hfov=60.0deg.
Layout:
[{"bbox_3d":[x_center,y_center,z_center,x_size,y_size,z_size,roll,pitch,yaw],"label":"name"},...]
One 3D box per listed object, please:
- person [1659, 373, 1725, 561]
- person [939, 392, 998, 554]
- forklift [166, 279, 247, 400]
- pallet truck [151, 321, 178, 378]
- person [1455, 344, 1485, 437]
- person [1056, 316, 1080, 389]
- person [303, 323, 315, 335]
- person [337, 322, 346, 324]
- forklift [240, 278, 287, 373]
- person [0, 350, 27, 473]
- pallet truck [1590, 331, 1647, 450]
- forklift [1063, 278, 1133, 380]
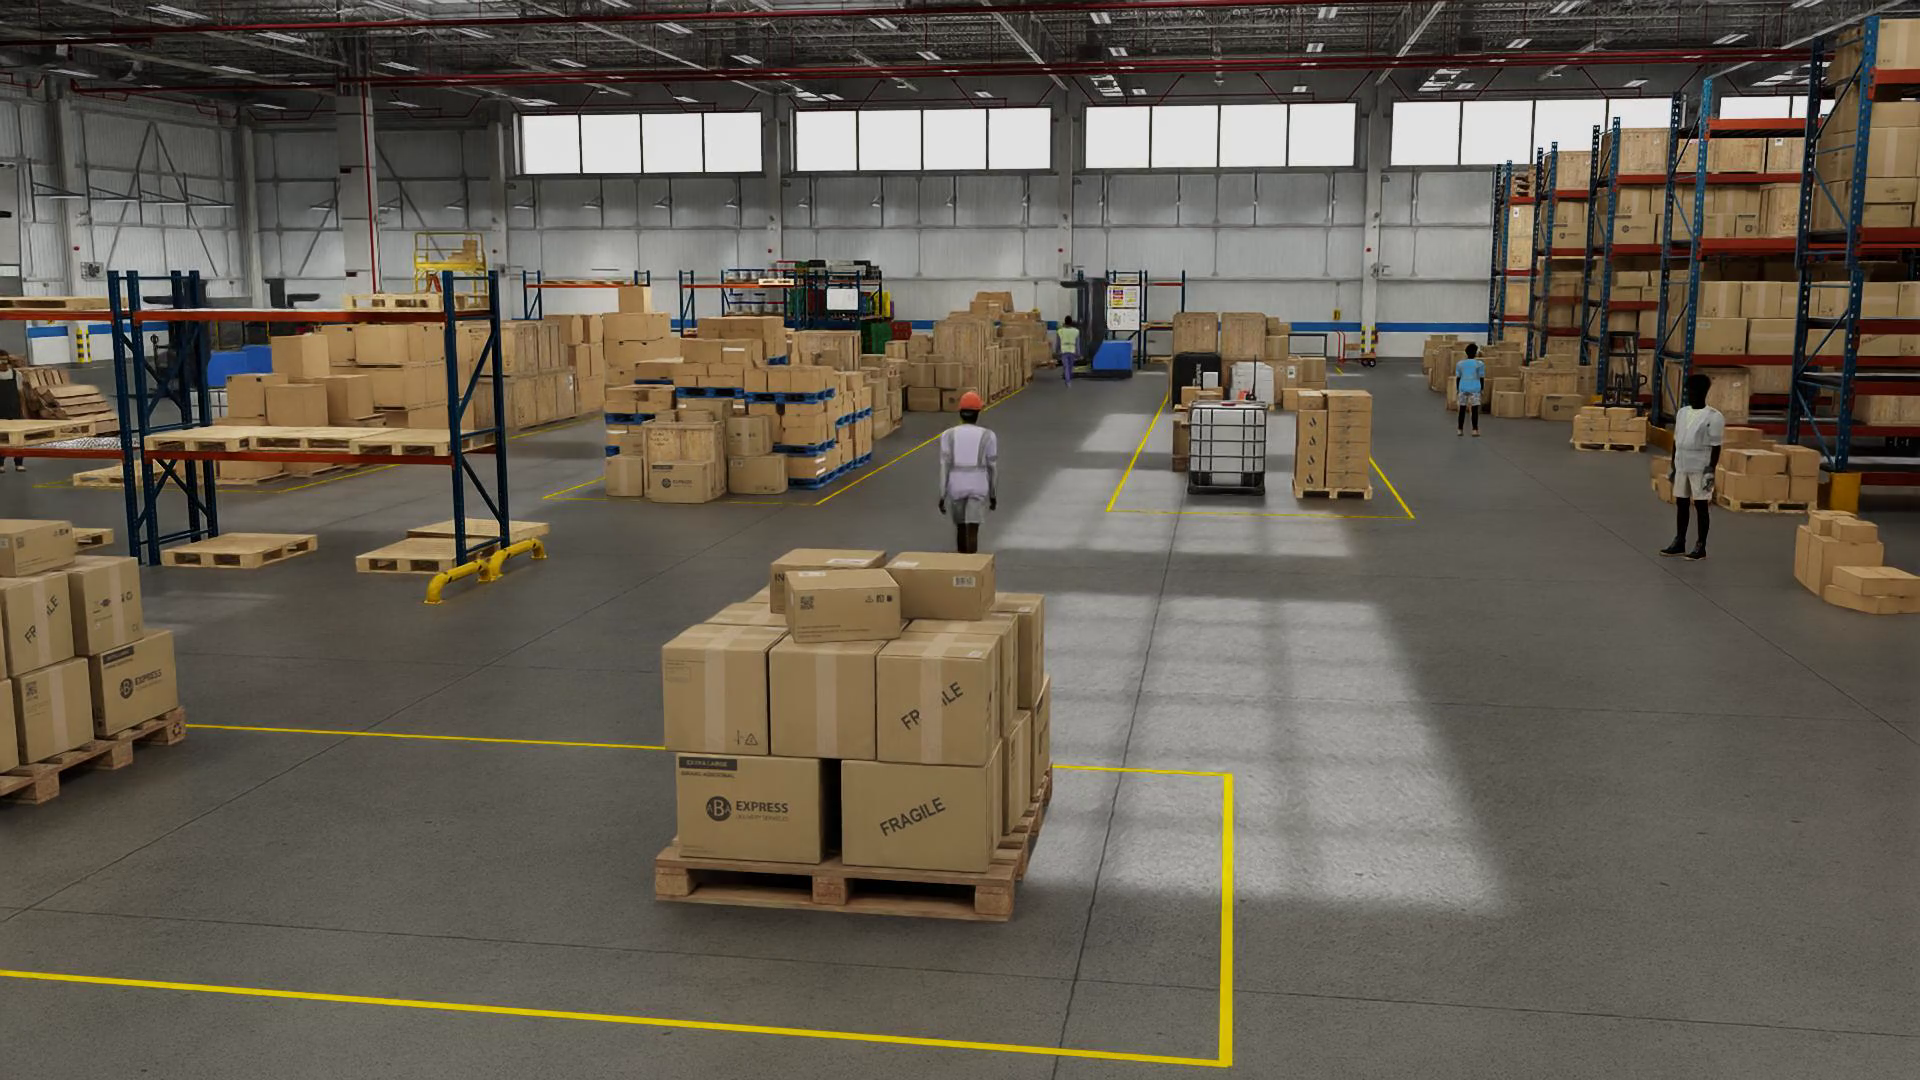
[{"bbox_3d":[7.685,-0.764,17.437,0.367,1.967,0.606,-4,10,-23],"label":"person"},{"bbox_3d":[0.077,-0.475,15.971,0.555,1.878,1.056,1,9,7],"label":"person"},{"bbox_3d":[-18.051,-4.783,39.416,1.873,2.768,1.129,-8,12,-40],"label":"forklift"},{"bbox_3d":[-21.869,-5.598,47.154,0.823,1.965,1.885,4,10,26],"label":"pallet truck"},{"bbox_3d":[9.322,-2.731,30.400,0.535,1.697,0.318,5,11,30],"label":"person"},{"bbox_3d":[2.774,-4.811,42.671,0.600,1.884,0.956,-1,9,-6],"label":"person"},{"bbox_3d":[-17.316,-4.973,44.433,0.517,1.636,0.326,4,10,25],"label":"person"},{"bbox_3d":[-15.326,-4.599,41.255,0.639,1.930,0.417,2,9,11],"label":"person"},{"bbox_3d":[-17.626,-5.370,43.033,1.873,2.768,1.129,-3,10,-18],"label":"forklift"},{"bbox_3d":[-14.330,-1.930,25.000,0.508,1.844,0.336,-7,12,-38],"label":"person"},{"bbox_3d":[11.253,-2.573,28.499,0.823,1.965,1.885,5,10,27],"label":"pallet truck"},{"bbox_3d":[3.860,-5.868,46.103,1.873,2.768,1.129,1,9,9],"label":"forklift"}]
